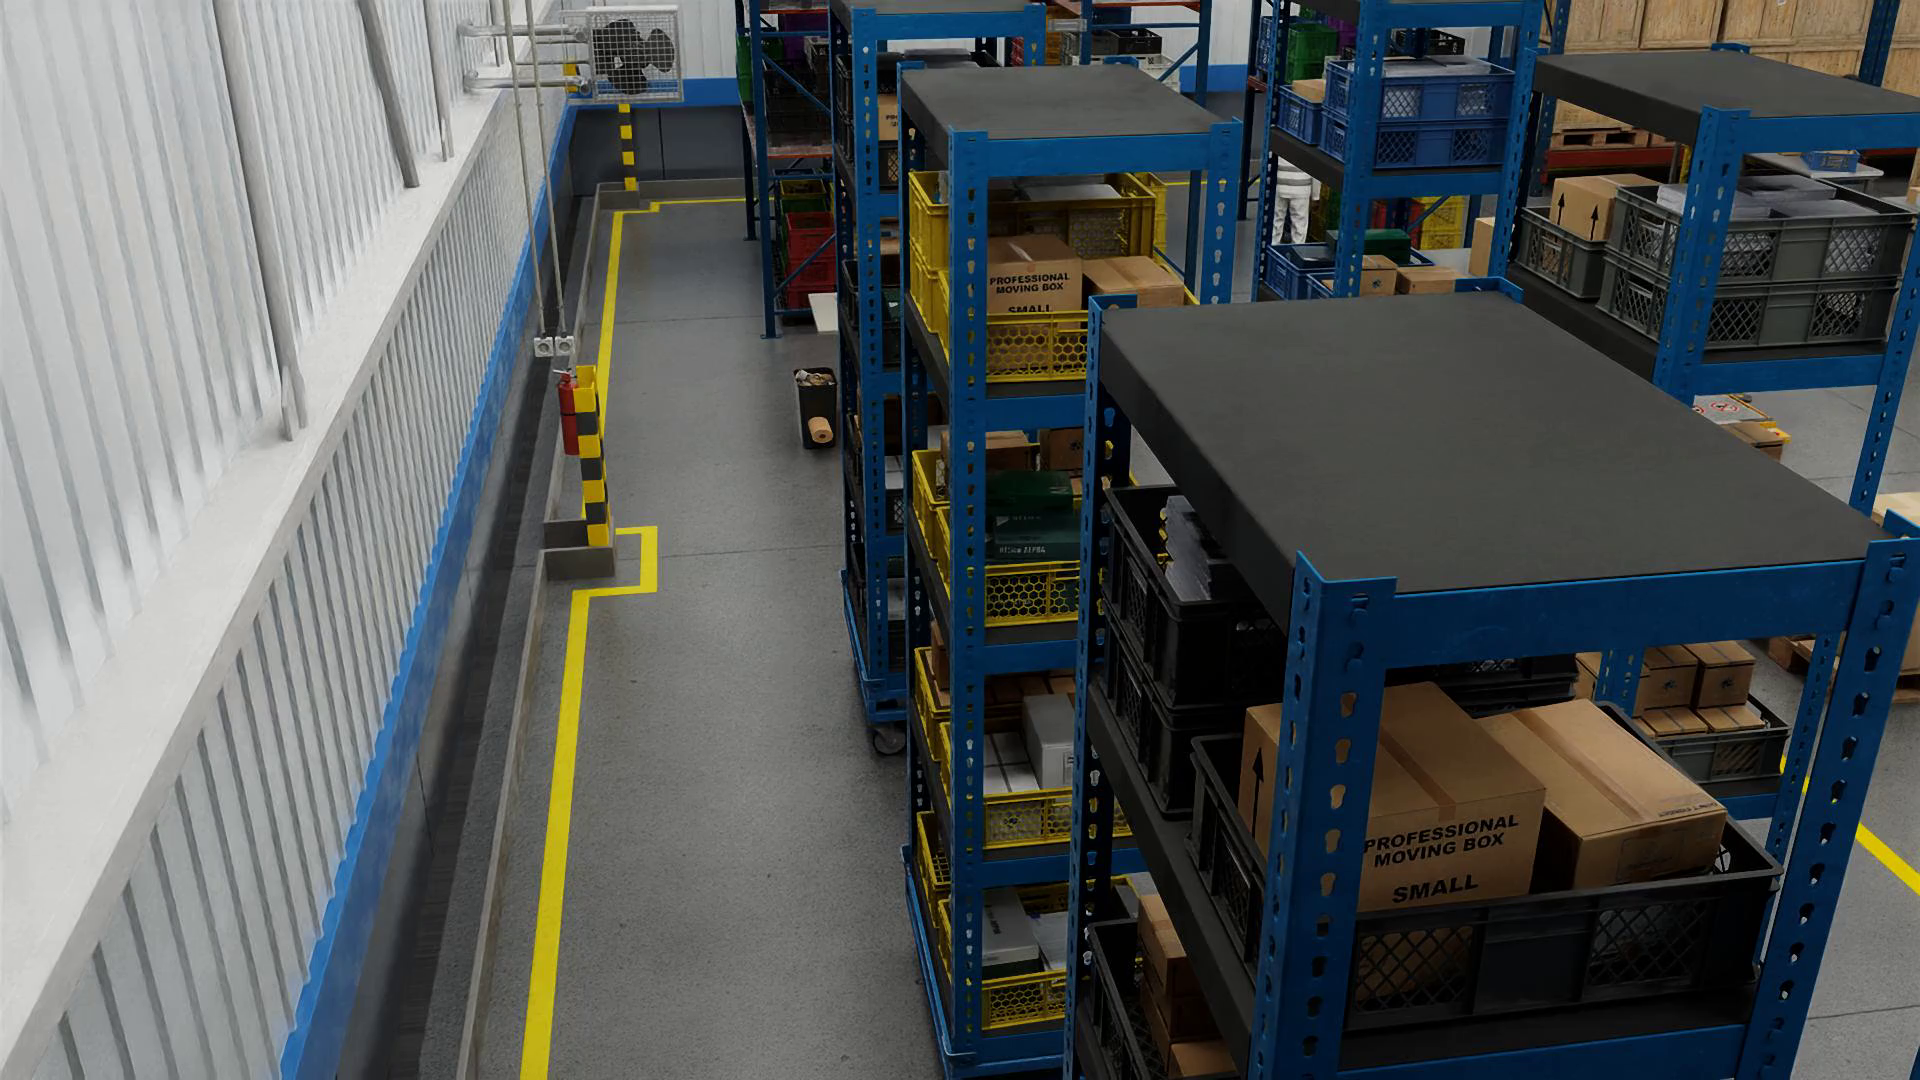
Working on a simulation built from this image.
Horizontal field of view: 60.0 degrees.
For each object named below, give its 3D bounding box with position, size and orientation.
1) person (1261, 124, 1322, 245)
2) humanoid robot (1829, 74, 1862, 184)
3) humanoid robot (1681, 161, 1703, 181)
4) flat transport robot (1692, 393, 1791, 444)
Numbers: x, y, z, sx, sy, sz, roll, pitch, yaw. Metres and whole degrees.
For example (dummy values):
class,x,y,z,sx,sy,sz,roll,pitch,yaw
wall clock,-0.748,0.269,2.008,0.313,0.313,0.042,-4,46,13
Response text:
class,x,y,z,sx,sy,sz,roll,pitch,yaw
person,3.043,-3.193,15.309,0.573,1.883,0.355,12,27,24
humanoid robot,9.085,-4.002,17.296,0.610,1.657,0.313,-15,29,-29
humanoid robot,7.371,-3.657,16.549,0.331,1.653,0.600,5,25,11
flat transport robot,5.224,-0.859,12.132,1.431,0.197,0.652,-4,25,-8
